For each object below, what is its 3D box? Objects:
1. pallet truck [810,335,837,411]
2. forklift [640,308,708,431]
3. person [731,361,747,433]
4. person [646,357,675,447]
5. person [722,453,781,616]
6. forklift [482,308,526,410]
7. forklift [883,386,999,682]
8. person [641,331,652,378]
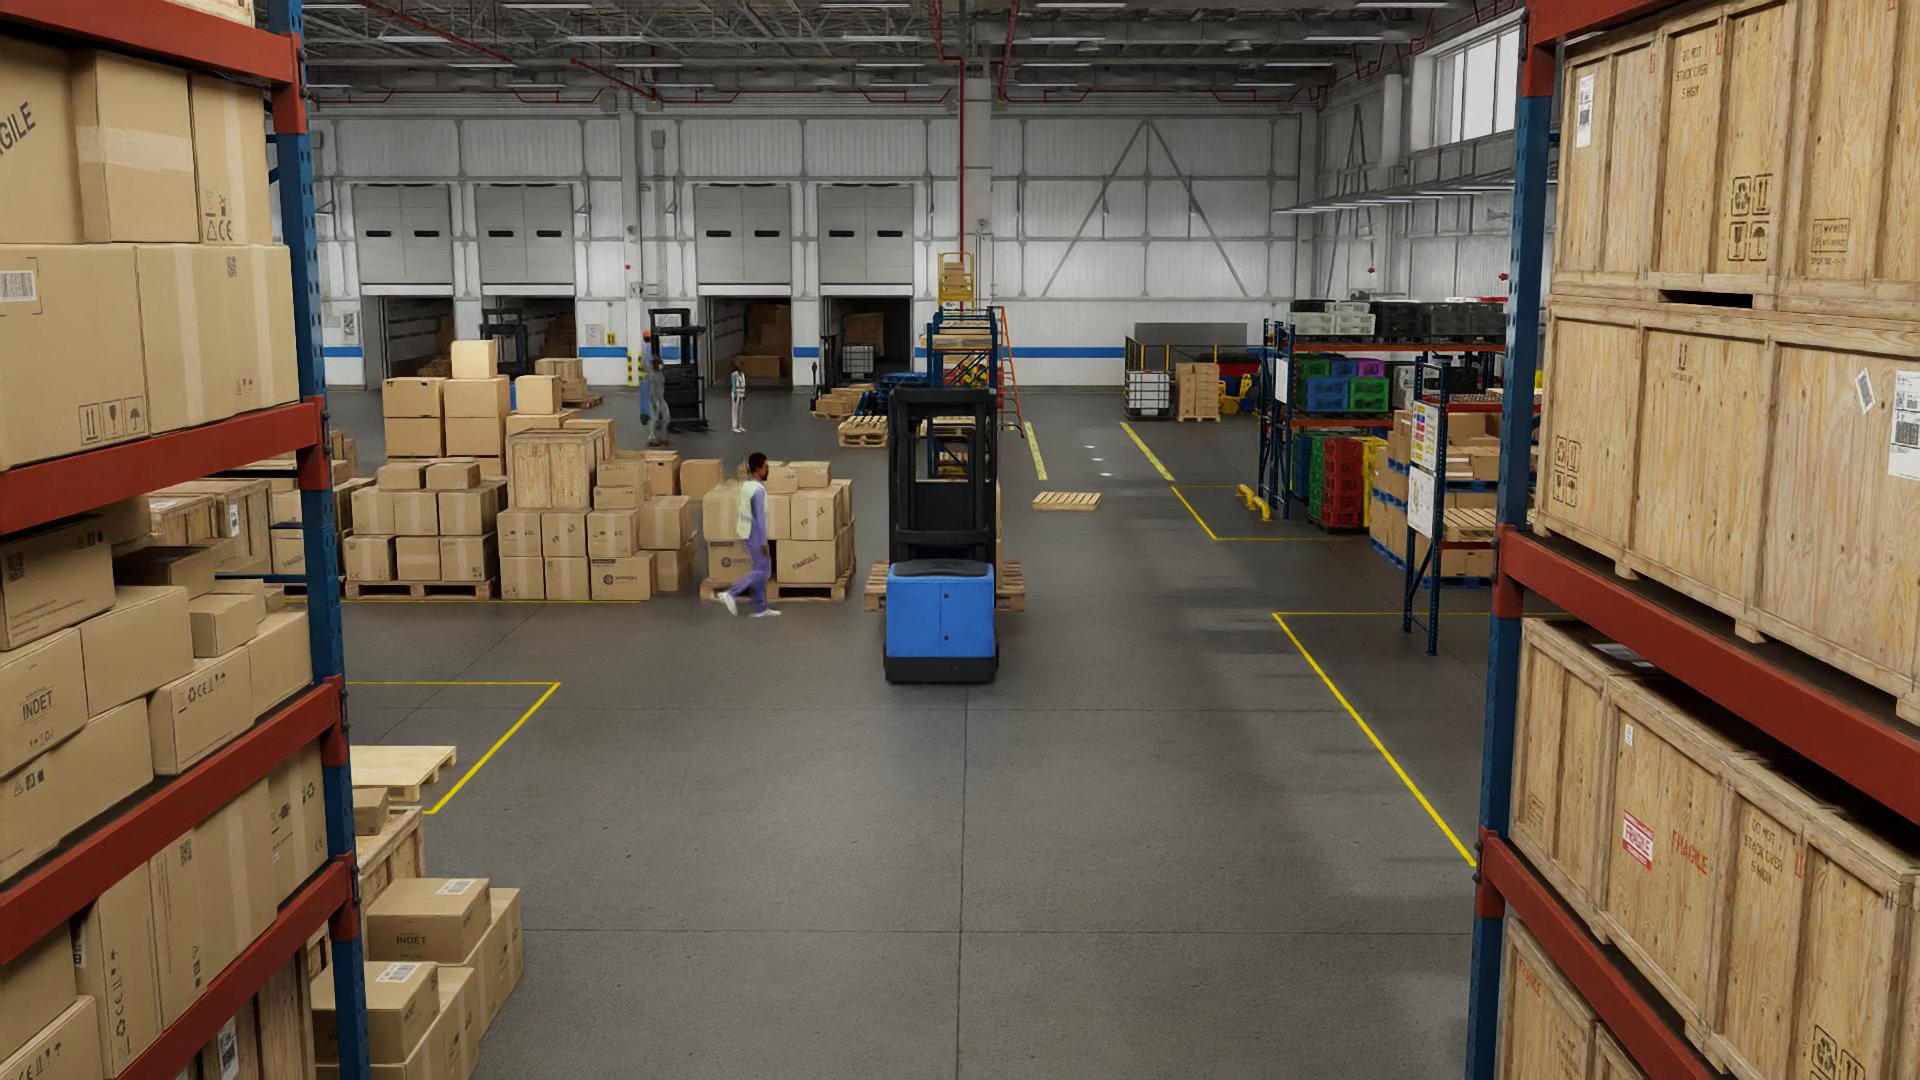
[{"bbox_3d":[-3.021,-4.312,43.126,1.885,1.965,0.823,3,10,17],"label":"pallet truck"},{"bbox_3d":[-6.777,-4.030,38.951,1.129,2.768,1.873,-5,11,-27],"label":"forklift"},{"bbox_3d":[-5.105,-3.301,38.318,0.313,1.642,0.513,3,10,18],"label":"person"},{"bbox_3d":[-6.354,-2.919,35.308,0.723,1.914,0.665,3,10,17],"label":"person"},{"bbox_3d":[-2.358,-0.039,18.757,0.593,1.902,0.606,-3,10,-17],"label":"person"},{"bbox_3d":[-10.700,-4.063,39.144,1.129,2.768,1.873,-3,10,-15],"label":"forklift"},{"bbox_3d":[-0.179,-0.133,16.472,1.129,2.768,1.873,0,10,1],"label":"forklift"},{"bbox_3d":[-8.844,-4.957,47.059,0.535,1.919,0.576,4,11,24],"label":"person"}]
